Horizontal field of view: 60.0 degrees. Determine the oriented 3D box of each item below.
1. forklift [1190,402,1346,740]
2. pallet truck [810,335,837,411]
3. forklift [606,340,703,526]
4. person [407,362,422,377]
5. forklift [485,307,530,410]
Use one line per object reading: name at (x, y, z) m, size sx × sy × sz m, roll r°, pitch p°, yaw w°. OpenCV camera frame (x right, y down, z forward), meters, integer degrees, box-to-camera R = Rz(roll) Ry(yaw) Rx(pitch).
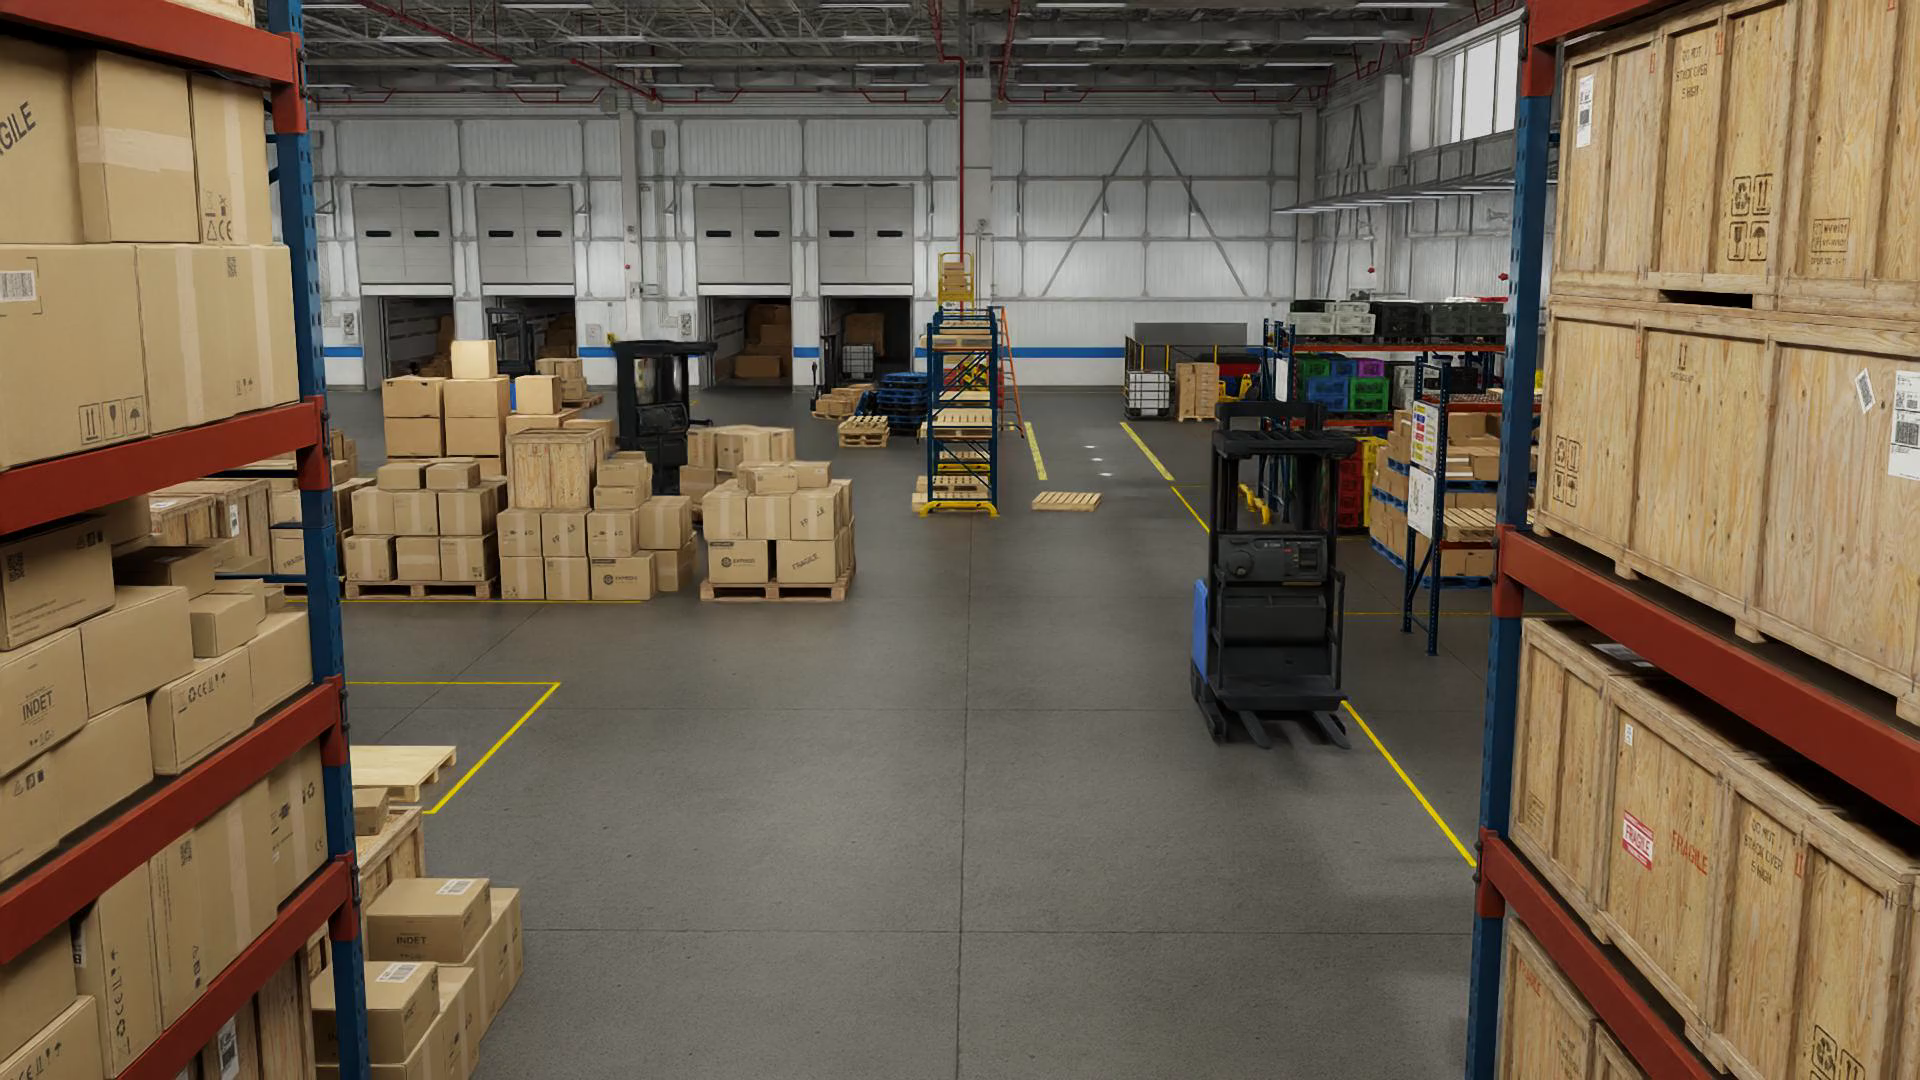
forklift at (2.698, 0.174, 14.697) m, size 1.129 × 2.768 × 1.873 m, roll 0°, pitch 10°, yaw 1°
pallet truck at (-3.021, -4.312, 43.126) m, size 1.885 × 1.965 × 0.823 m, roll 3°, pitch 10°, yaw 17°
forklift at (-4.685, -1.580, 24.820) m, size 1.873 × 2.768 × 1.129 m, roll 8°, pitch 12°, yaw 37°
person at (-12.476, -3.245, 37.956) m, size 0.858 × 1.668 × 0.532 m, roll 4°, pitch 11°, yaw 24°
forklift at (-10.754, -4.150, 39.646) m, size 1.129 × 2.768 × 1.873 m, roll 0°, pitch 10°, yaw 1°
